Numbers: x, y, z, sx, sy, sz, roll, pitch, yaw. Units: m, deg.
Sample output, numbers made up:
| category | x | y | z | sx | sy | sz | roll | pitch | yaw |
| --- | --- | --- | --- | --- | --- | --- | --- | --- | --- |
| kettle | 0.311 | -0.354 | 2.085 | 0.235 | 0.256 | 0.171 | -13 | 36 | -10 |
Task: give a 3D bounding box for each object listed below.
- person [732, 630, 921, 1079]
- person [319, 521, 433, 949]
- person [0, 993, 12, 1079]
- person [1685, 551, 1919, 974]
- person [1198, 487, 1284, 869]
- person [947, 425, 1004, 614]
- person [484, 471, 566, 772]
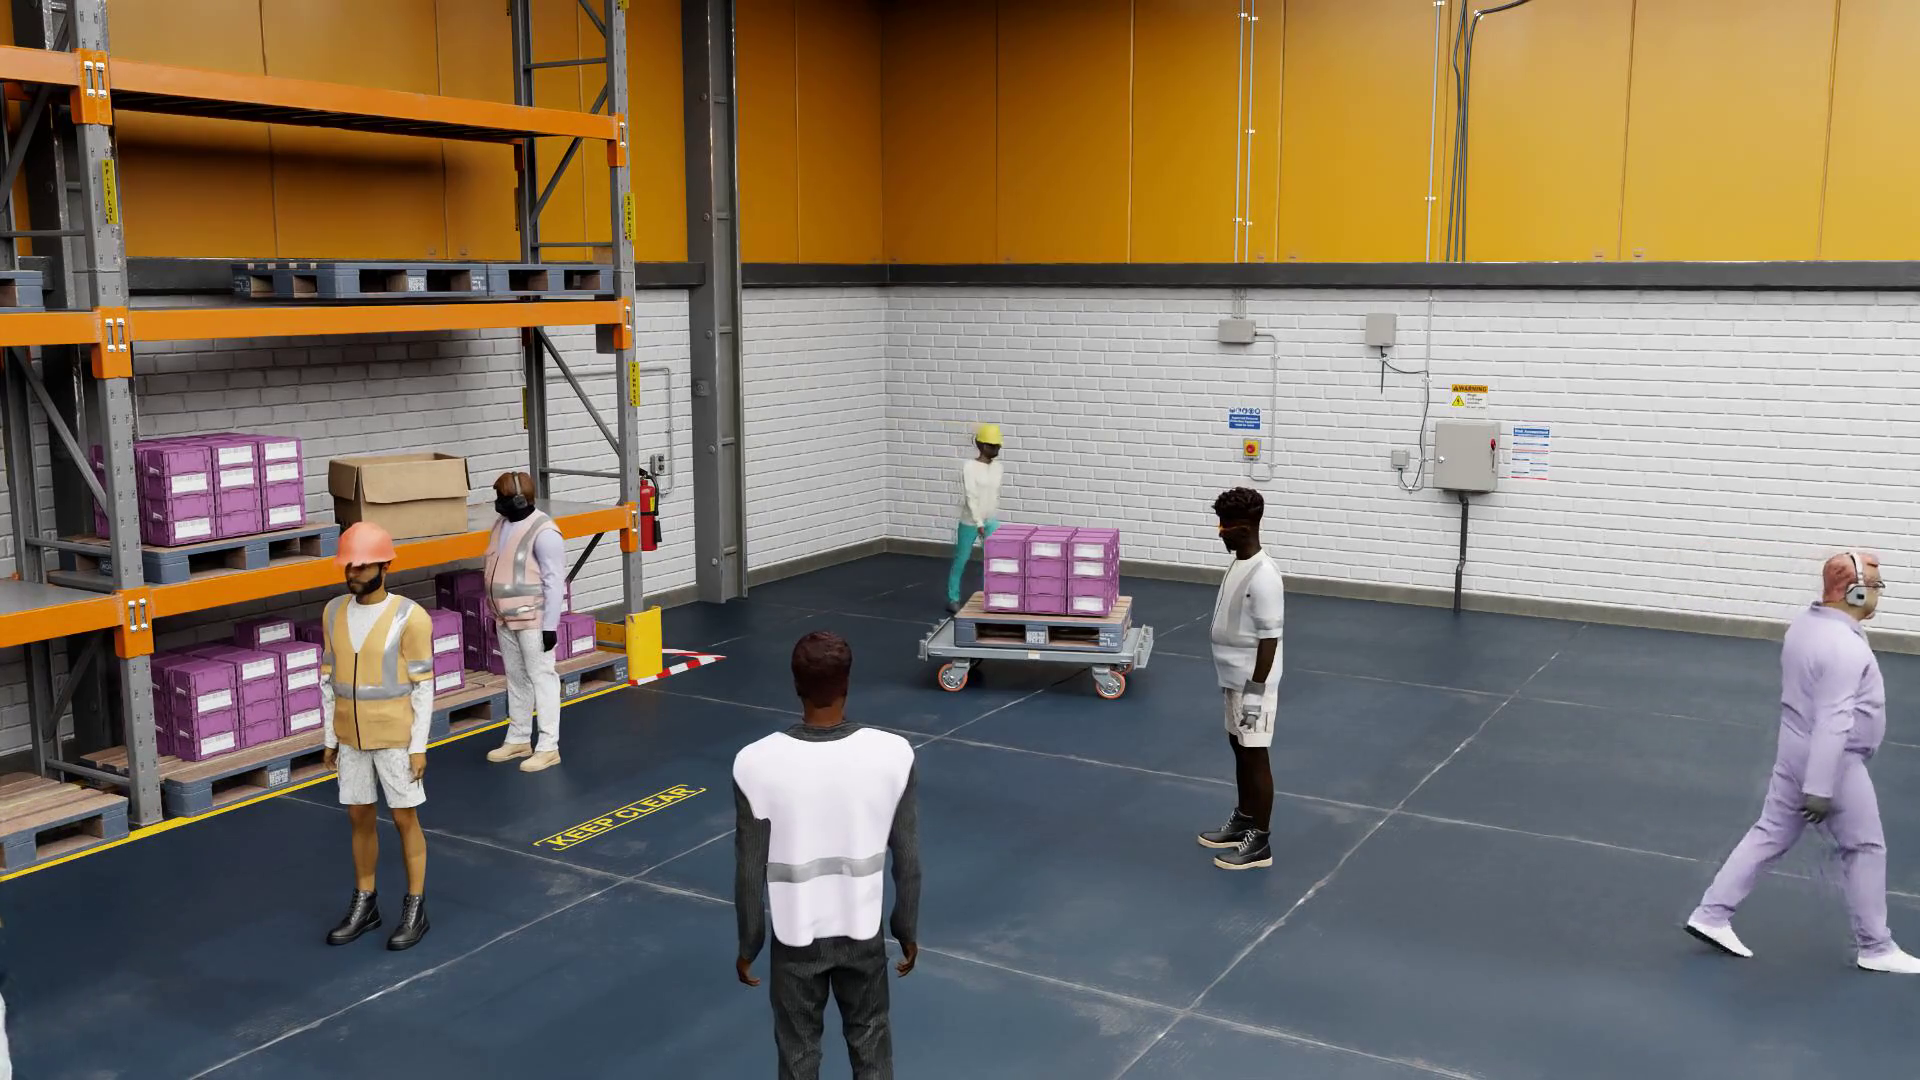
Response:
| category | x | y | z | sx | sy | sz | roll | pitch | yaw |
| --- | --- | --- | --- | --- | --- | --- | --- | --- | --- |
| person | -0.415 | 1.239 | 5.276 | 0.596 | 1.915 | 0.372 | -2 | 9 | -13 |
| person | -2.628 | 0.874 | 7.476 | 0.543 | 1.942 | 0.350 | 2 | 9 | 13 |
| person | -2.468 | 1.539 | 4.090 | 0.501 | 1.696 | 0.911 | 8 | 12 | 39 |
| person | 3.708 | 0.959 | 7.229 | 0.992 | 1.861 | 0.648 | 1 | 9 | 7 |
| person | 1.453 | 0.699 | 8.516 | 0.379 | 1.958 | 0.600 | -1 | 9 | -3 |
| person | 0.220 | -0.149 | 14.571 | 0.519 | 1.710 | 0.947 | -8 | 12 | -40 |
| person | -2.677 | 0.491 | 10.192 | 0.622 | 1.840 | 0.430 | 8 | 12 | 42 |
